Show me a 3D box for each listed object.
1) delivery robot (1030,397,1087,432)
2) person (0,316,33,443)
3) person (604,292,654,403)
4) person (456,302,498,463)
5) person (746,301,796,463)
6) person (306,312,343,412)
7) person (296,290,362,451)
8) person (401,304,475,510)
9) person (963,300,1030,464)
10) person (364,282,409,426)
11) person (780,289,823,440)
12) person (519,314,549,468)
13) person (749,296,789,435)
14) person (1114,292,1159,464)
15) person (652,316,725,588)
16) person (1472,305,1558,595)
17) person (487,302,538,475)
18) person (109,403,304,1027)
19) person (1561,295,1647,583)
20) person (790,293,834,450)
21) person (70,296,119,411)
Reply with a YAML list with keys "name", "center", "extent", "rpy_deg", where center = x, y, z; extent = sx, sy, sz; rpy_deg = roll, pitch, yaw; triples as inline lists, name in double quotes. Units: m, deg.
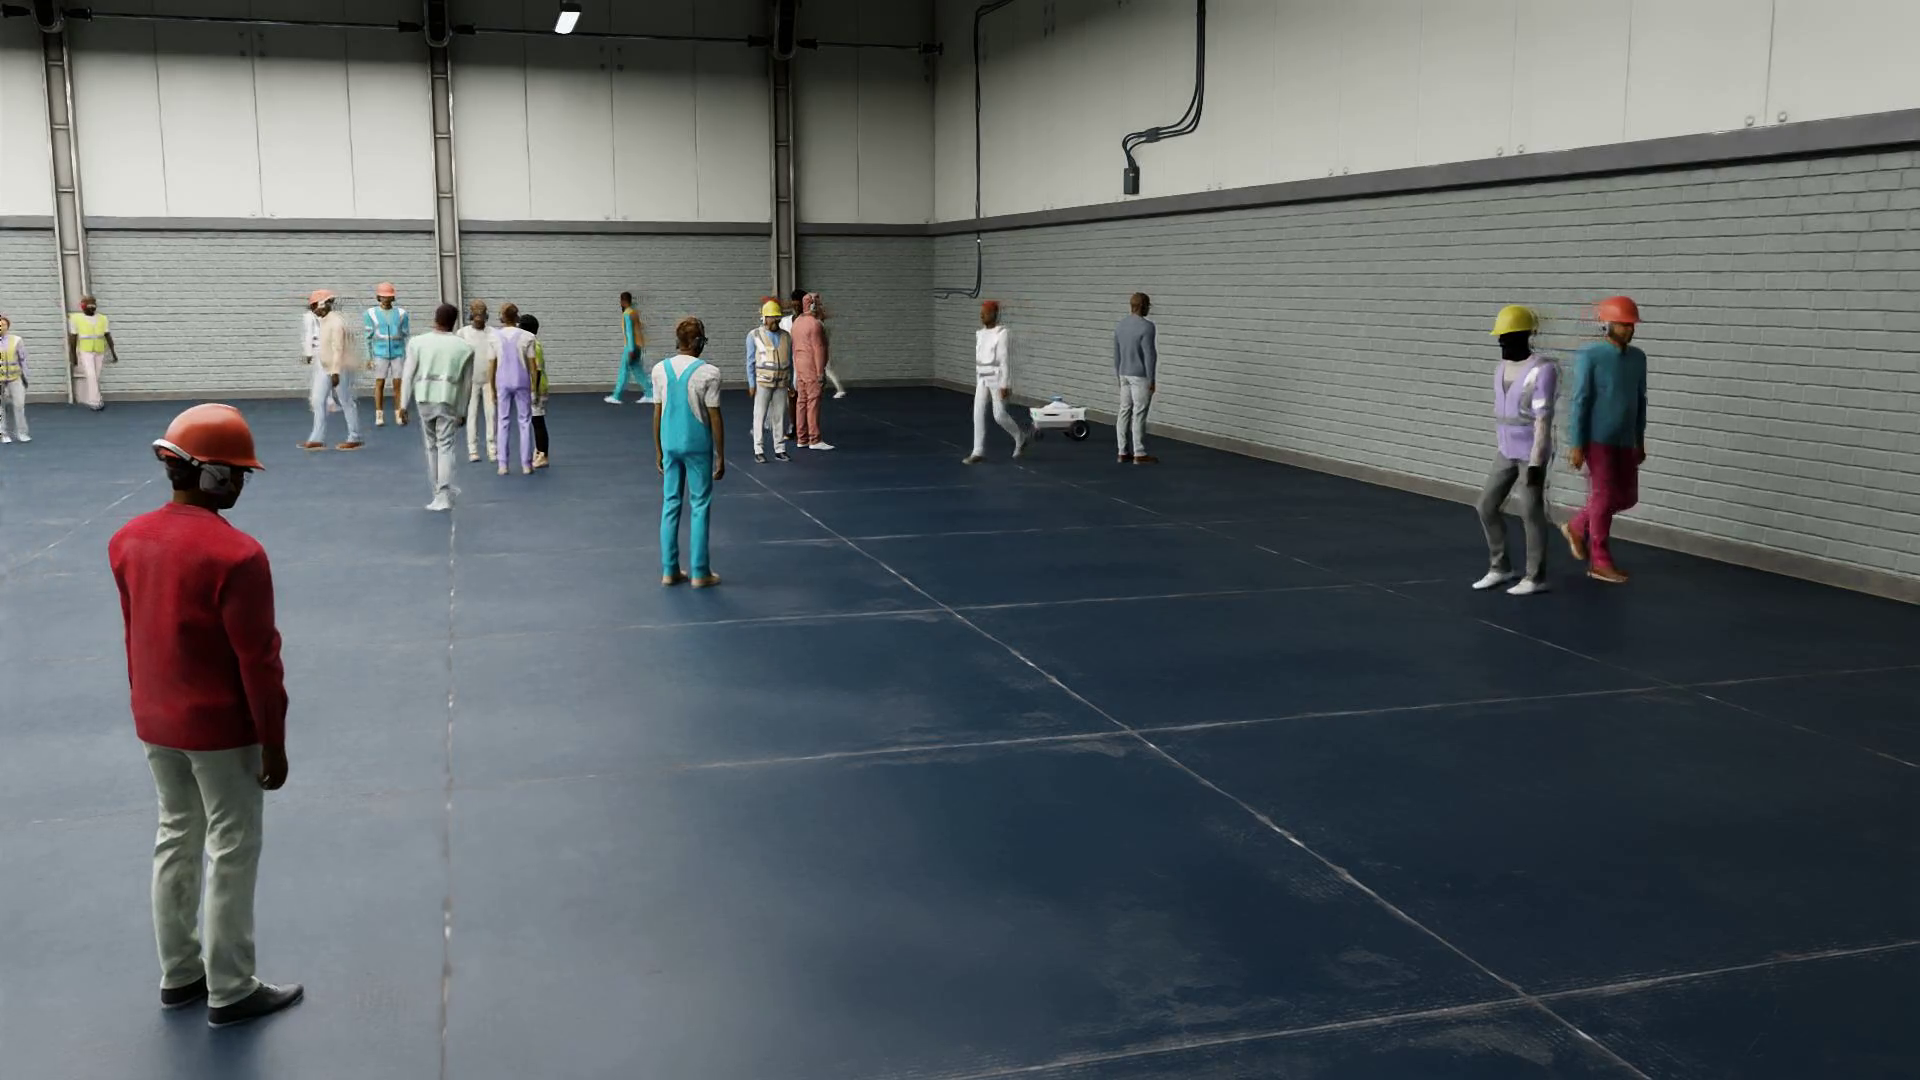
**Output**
- name: "delivery robot"
  center: [1.266, -1.602, 21.455]
  extent: [0.707, 0.478, 0.477]
  rpy_deg: [-1, 9, -8]
- name: "person"
  center: [-11.975, -2.003, 20.913]
  extent: [0.542, 1.610, 0.723]
  rpy_deg: [-8, 12, -42]
- name: "person"
  center: [-5.546, -3.221, 27.945]
  extent: [0.828, 1.865, 0.671]
  rpy_deg: [0, 9, 2]
- name: "person"
  center: [-5.431, -1.777, 18.882]
  extent: [0.543, 1.827, 0.461]
  rpy_deg: [-5, 10, -29]
- name: "person"
  center: [-2.138, -1.795, 18.917]
  extent: [0.586, 1.835, 0.403]
  rpy_deg: [-5, 10, -31]
- name: "person"
  center: [-9.954, -2.942, 26.162]
  extent: [0.789, 1.849, 0.604]
  rpy_deg: [2, 9, 11]
- name: "person"
  center: [-7.628, -2.014, 19.960]
  extent: [0.881, 1.935, 0.652]
  rpy_deg: [-8, 12, -43]
- name: "person"
  center: [-4.752, -1.217, 15.191]
  extent: [0.617, 1.867, 0.891]
  rpy_deg: [-1, 9, -7]
- name: "person"
  center: [0.419, -1.783, 18.784]
  extent: [0.822, 1.859, 0.584]
  rpy_deg: [-7, 11, -39]
- name: "person"
  center: [-8.094, -2.625, 23.556]
  extent: [0.614, 2.038, 0.396]
  rpy_deg: [-5, 10, -27]
- name: "person"
  center: [-2.055, -2.258, 21.493]
  extent: [0.608, 1.955, 0.382]
  rpy_deg: [3, 9, 19]
- name: "person"
  center: [-4.703, -1.638, 18.343]
  extent: [0.321, 1.699, 0.536]
  rpy_deg: [-3, 10, -20]
- name: "person"
  center: [-2.442, -2.327, 22.243]
  extent: [0.709, 1.861, 0.597]
  rpy_deg: [-5, 10, -28]
- name: "person"
  center: [1.988, -1.820, 18.760]
  extent: [0.368, 1.937, 0.639]
  rpy_deg: [-6, 11, -33]
- name: "person"
  center: [-1.820, -0.584, 11.201]
  extent: [0.518, 1.835, 0.352]
  rpy_deg: [3, 9, 17]
- name: "person"
  center: [3.638, -0.574, 10.877]
  extent: [0.582, 1.903, 0.604]
  rpy_deg: [-3, 10, -20]
- name: "person"
  center: [-4.746, -1.601, 17.691]
  extent: [0.503, 1.837, 0.348]
  rpy_deg: [-1, 9, -4]
- name: "person"
  center: [-2.083, 0.488, 4.657]
  extent: [0.578, 1.737, 0.355]
  rpy_deg: [5, 10, 27]
- name: "person"
  center: [4.458, -0.711, 11.552]
  extent: [0.635, 1.974, 0.621]
  rpy_deg: [-4, 10, -26]
- name: "person"
  center: [-1.798, -2.054, 20.336]
  extent: [0.405, 1.911, 0.636]
  rpy_deg: [-6, 11, -33]
- name: "person"
  center: [-13.613, -2.926, 26.205]
  extent: [0.928, 1.799, 0.596]
  rpy_deg: [7, 11, 36]
